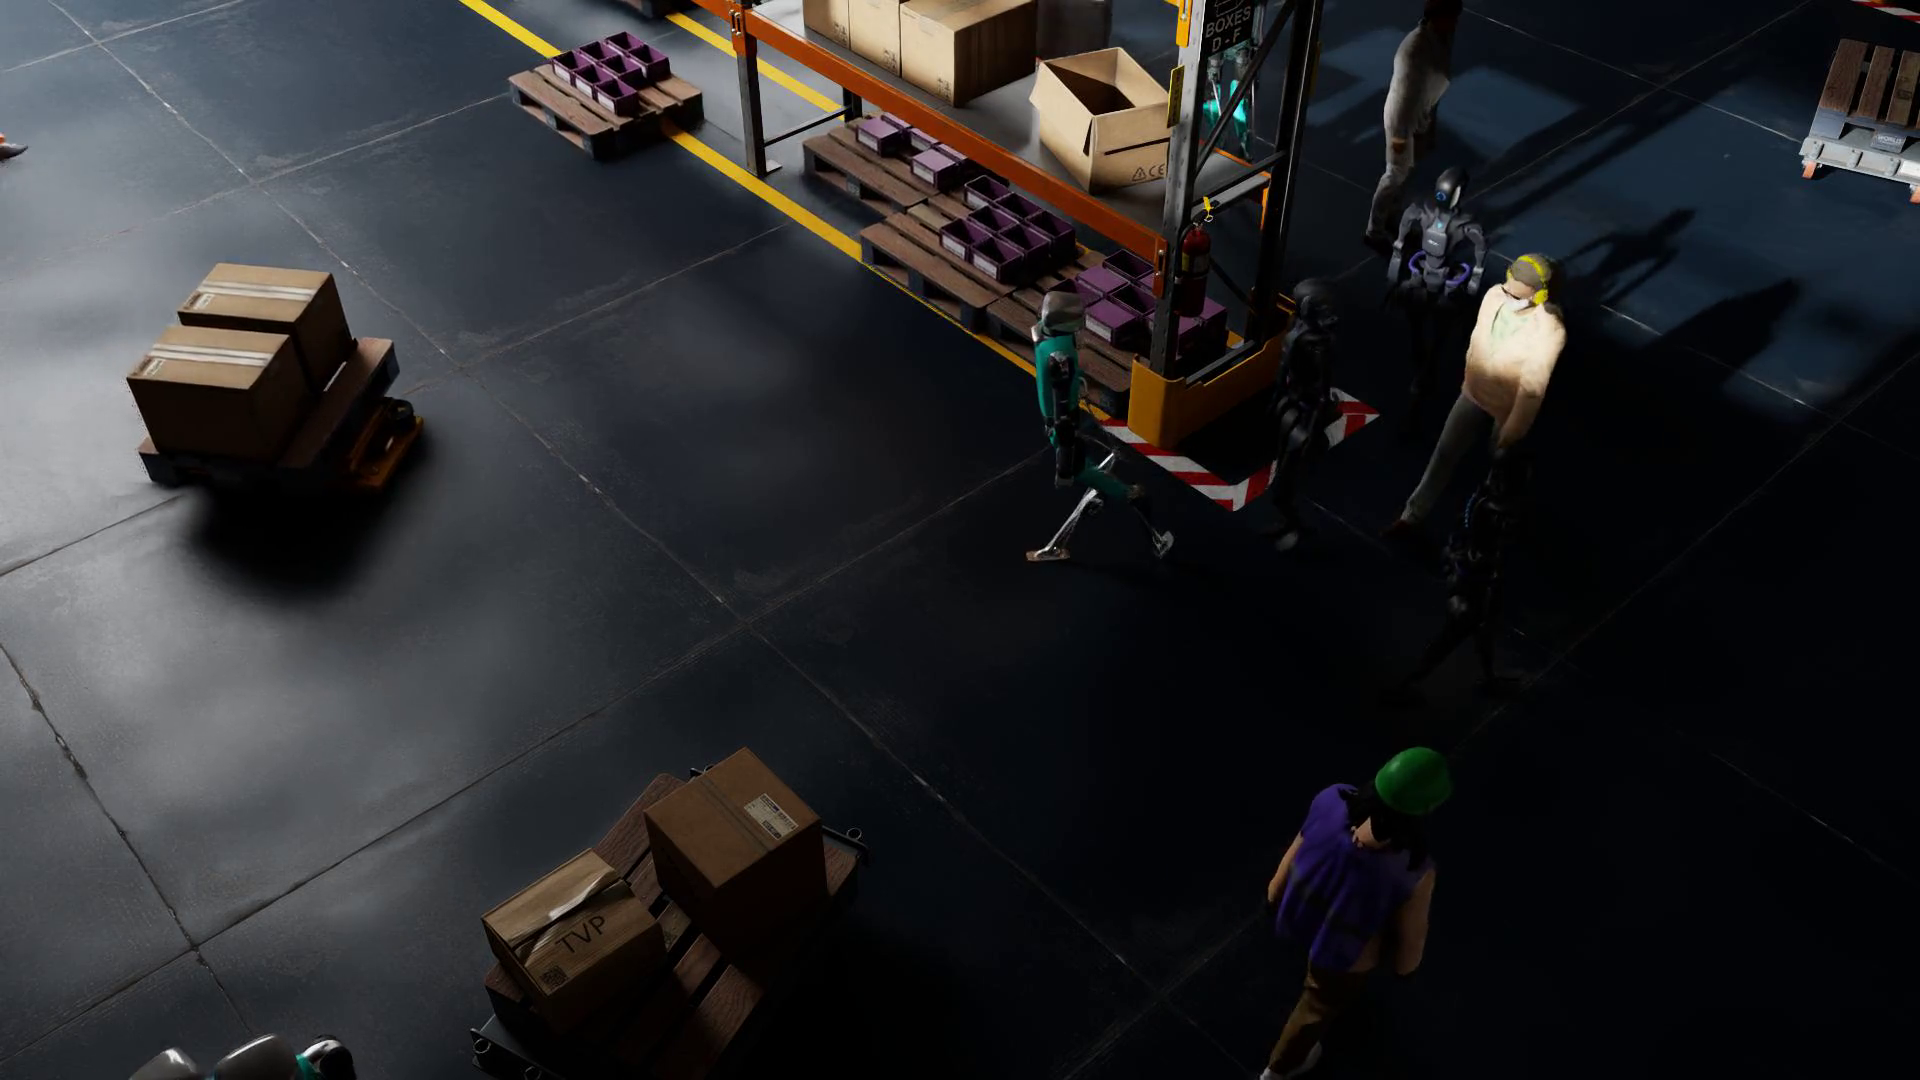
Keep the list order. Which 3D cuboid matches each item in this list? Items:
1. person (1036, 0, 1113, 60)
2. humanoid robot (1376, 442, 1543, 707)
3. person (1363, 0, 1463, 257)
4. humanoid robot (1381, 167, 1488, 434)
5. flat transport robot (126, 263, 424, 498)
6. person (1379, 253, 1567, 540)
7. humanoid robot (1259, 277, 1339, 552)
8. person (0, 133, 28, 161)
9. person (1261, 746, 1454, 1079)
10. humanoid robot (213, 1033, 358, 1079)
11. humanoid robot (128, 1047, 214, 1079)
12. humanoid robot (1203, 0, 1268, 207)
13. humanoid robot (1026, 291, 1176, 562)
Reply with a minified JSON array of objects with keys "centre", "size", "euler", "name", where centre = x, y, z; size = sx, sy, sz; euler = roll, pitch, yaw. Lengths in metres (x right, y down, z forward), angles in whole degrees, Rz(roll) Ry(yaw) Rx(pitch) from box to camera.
[{"centre":[0.756,-3.449,11.670],"size":[0.649,1.872,0.891],"euler":[-31,51,-30],"name":"person"},{"centre":[2.473,0.194,7.868],"size":[0.753,1.625,0.603],"euler":[2,43,2],"name":"humanoid robot"},{"centre":[2.984,-2.761,10.955],"size":[0.380,1.823,0.526],"euler":[33,52,31],"name":"person"},{"centre":[2.739,-1.425,9.632],"size":[0.591,1.620,0.714],"euler":[26,48,25],"name":"humanoid robot"},{"centre":[-3.962,-0.603,9.750],"size":[1.431,0.231,0.659],"euler":[6,43,6],"name":"flat transport robot"},{"centre":[2.732,-0.692,8.690],"size":[0.934,1.832,0.569],"euler":[-24,48,-24],"name":"person"},{"centre":[1.800,-0.655,8.774],"size":[0.321,1.640,0.614],"euler":[-9,43,-9],"name":"humanoid robot"},{"centre":[-7.280,-3.408,11.719],"size":[0.870,1.727,0.528],"euler":[8,43,9],"name":"person"},{"centre":[1.523,1.426,6.342],"size":[0.750,1.892,0.575],"euler":[-24,48,-24],"name":"person"},{"centre":[-1.926,2.366,5.476],"size":[0.908,1.818,0.530],"euler":[32,51,30],"name":"humanoid robot"},{"centre":[-2.530,2.201,5.632],"size":[0.665,1.822,0.542],"euler":[23,47,23],"name":"humanoid robot"},{"centre":[1.853,-2.981,11.273],"size":[0.532,1.808,0.693],"euler":[-11,44,-11],"name":"humanoid robot"},{"centre":[0.806,-0.524,8.606],"size":[0.923,1.787,0.553],"euler":[-4,43,-4],"name":"humanoid robot"}]
